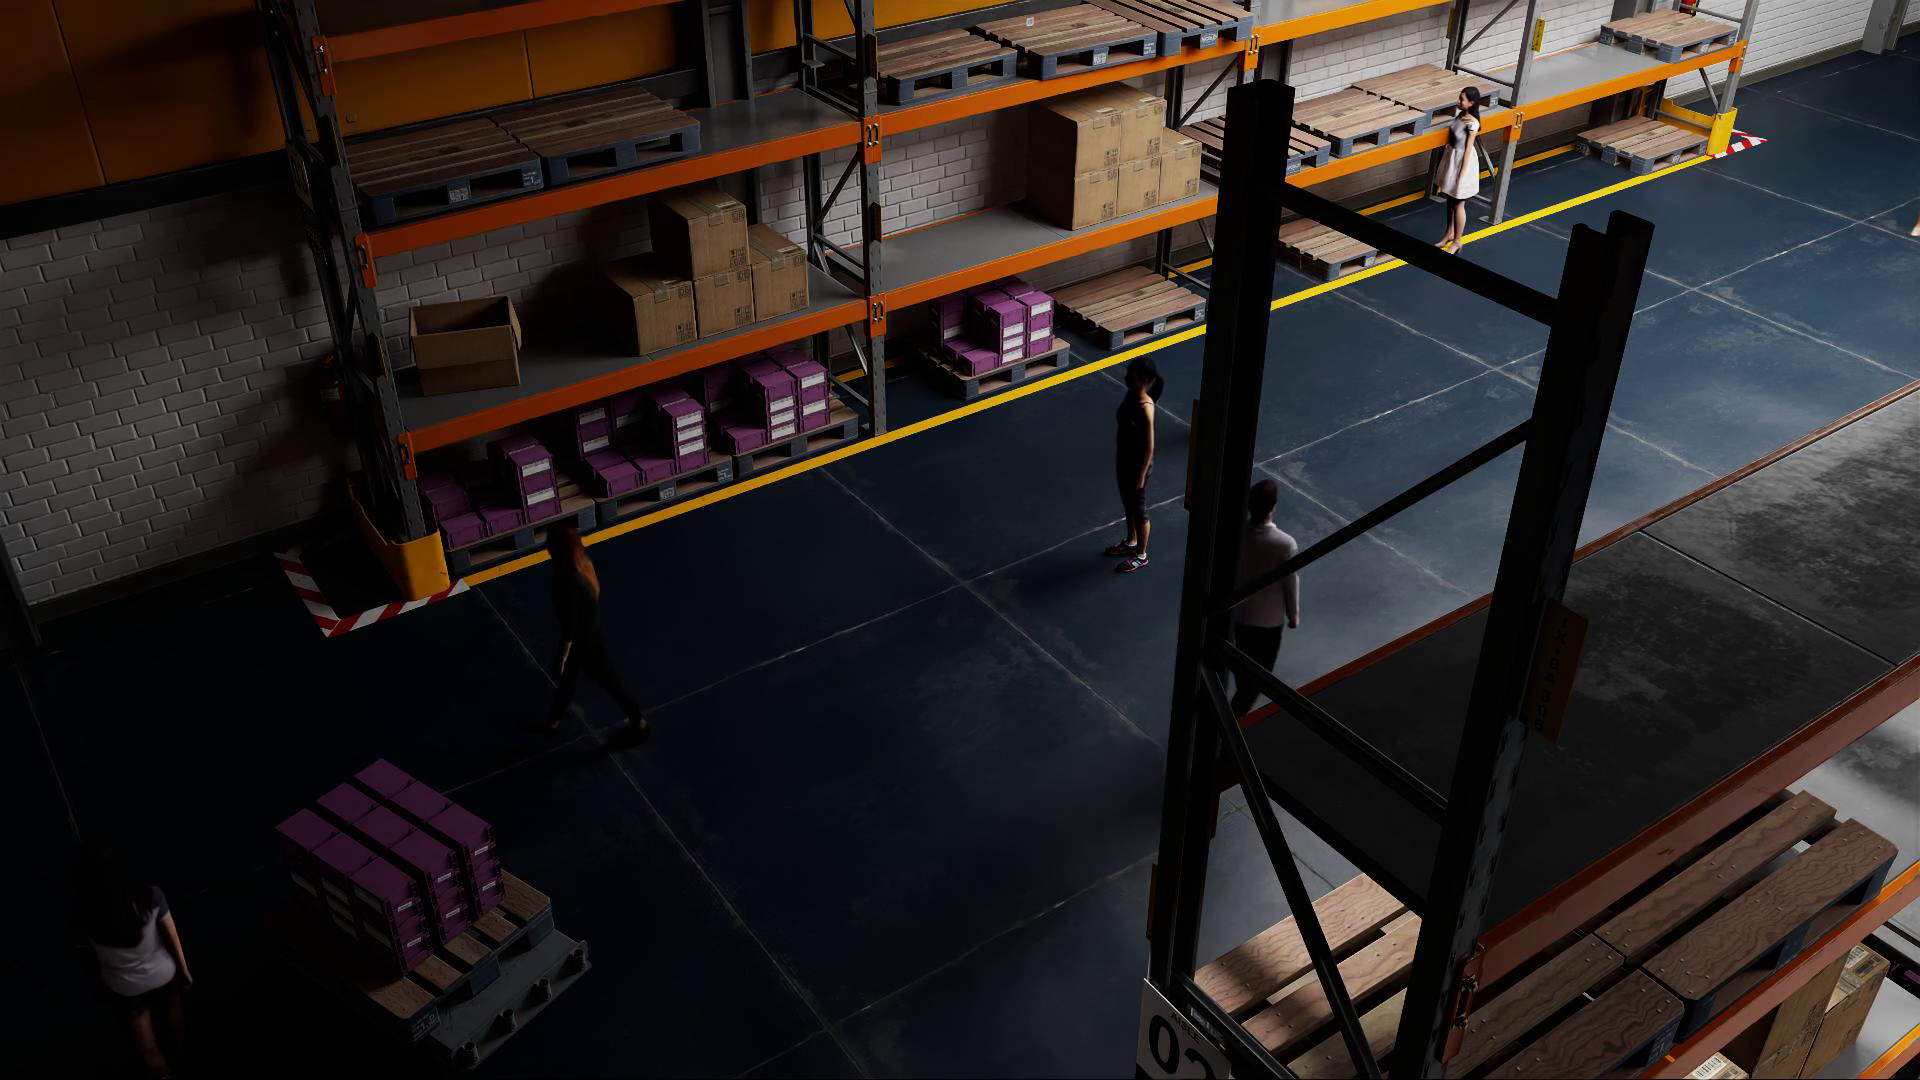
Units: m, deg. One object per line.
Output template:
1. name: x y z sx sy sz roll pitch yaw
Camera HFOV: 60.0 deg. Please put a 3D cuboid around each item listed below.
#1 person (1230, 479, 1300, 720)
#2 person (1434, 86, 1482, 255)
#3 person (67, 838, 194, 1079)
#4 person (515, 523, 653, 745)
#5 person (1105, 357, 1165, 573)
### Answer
1. person: 1.841 0.494 10.570 0.939 1.827 1.220 21 39 29
2. person: 5.114 -3.785 17.059 0.803 1.769 0.777 -2 34 -3
3. person: -3.988 2.199 8.140 1.001 1.676 0.665 -23 40 -30
4. person: -2.266 0.640 10.490 1.184 1.673 0.931 -6 34 -9
5. person: 1.297 -0.565 12.251 0.639 1.729 0.643 -9 35 -13
